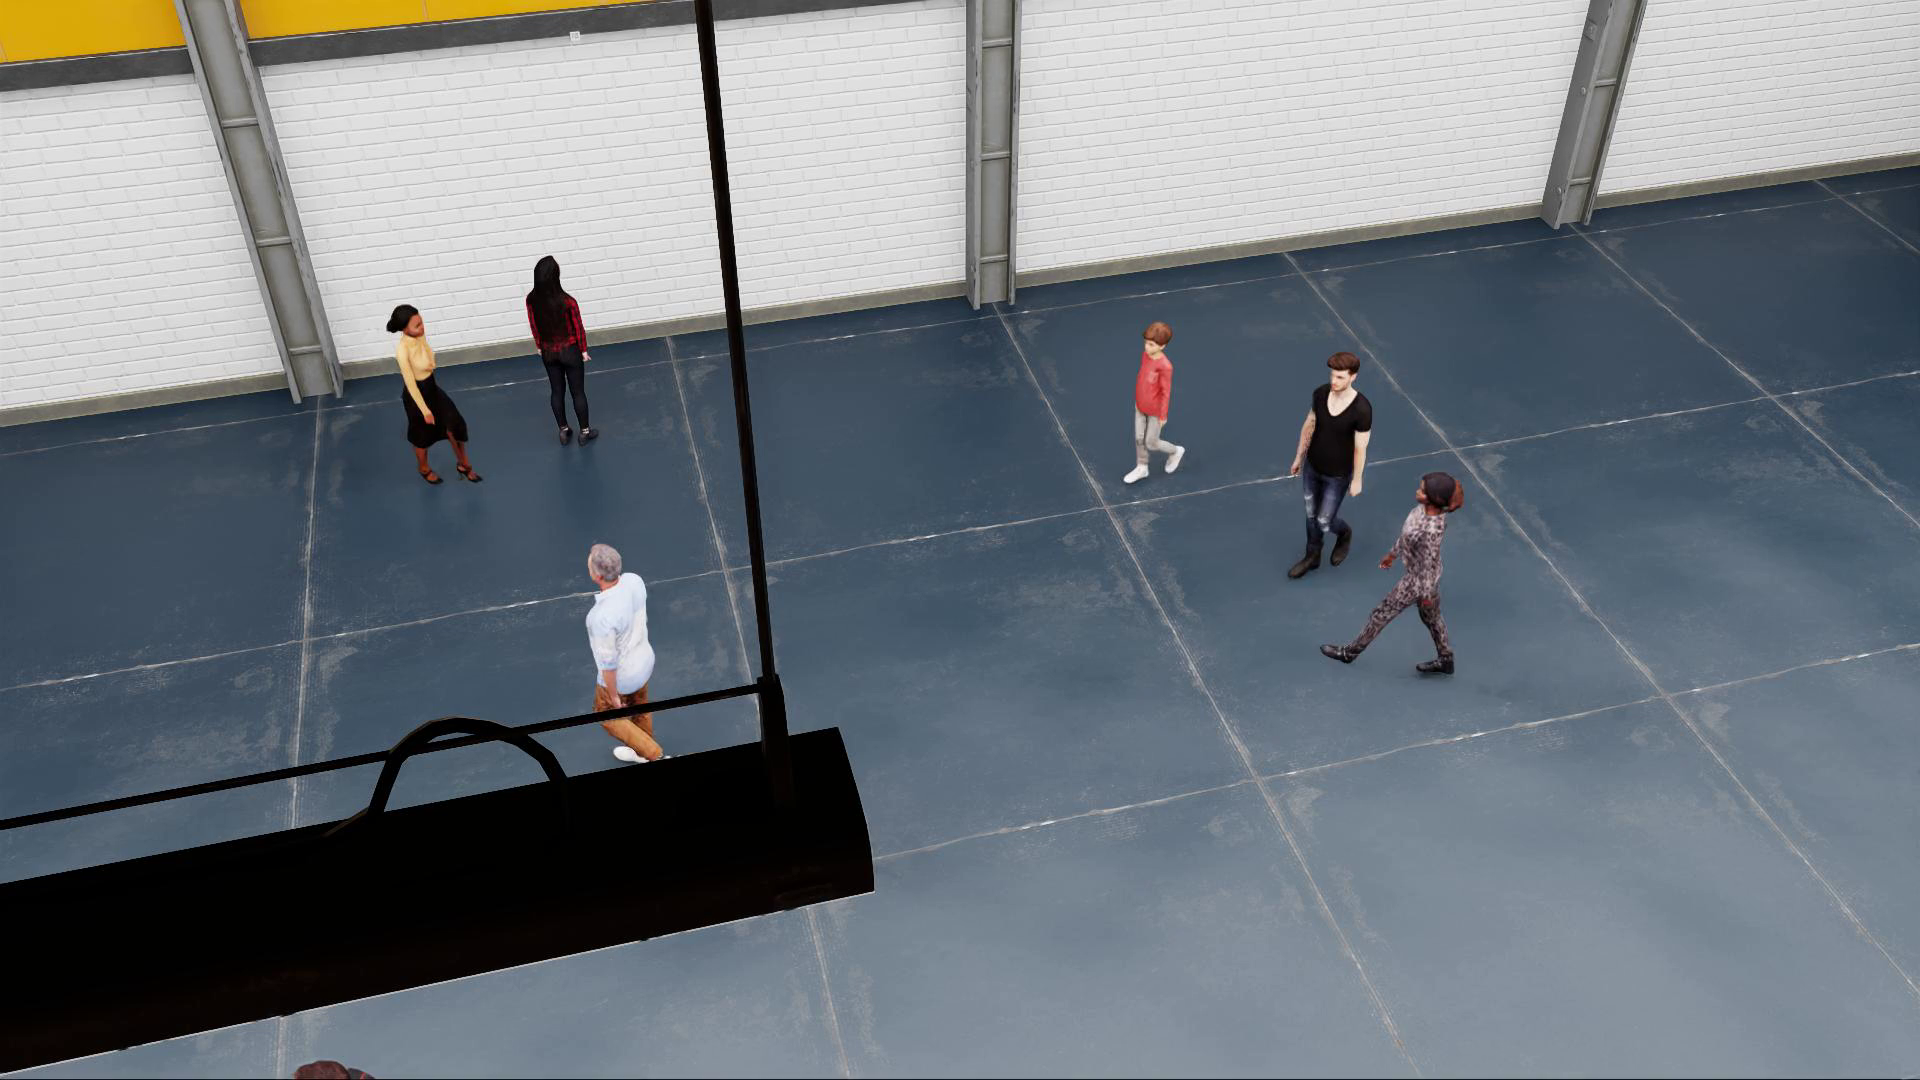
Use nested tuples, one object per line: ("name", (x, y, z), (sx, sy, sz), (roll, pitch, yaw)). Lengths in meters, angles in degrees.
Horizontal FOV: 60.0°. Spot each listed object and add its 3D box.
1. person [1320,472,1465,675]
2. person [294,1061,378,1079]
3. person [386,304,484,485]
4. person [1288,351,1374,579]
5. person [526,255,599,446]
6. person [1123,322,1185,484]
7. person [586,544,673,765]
("person", (3.127, 0.272, 11.016), (1.210, 1.663, 0.962), (9, 40, 11))
("person", (-2.677, 2.932, 7.545), (0.627, 1.838, 0.754), (-3, 39, -4))
("person", (-4.185, -1.087, 12.738), (0.857, 1.638, 0.764), (7, 39, 9))
("person", (2.691, -0.552, 11.871), (0.931, 1.884, 0.850), (-28, 47, -31))
("person", (-3.174, -1.491, 13.230), (0.590, 1.656, 0.720), (6, 39, 7))
("person", (1.542, -1.073, 12.908), (0.779, 1.403, 0.619), (-19, 42, -22))
("person", (-2.005, 0.785, 10.253), (0.950, 1.813, 0.889), (14, 41, 17))
